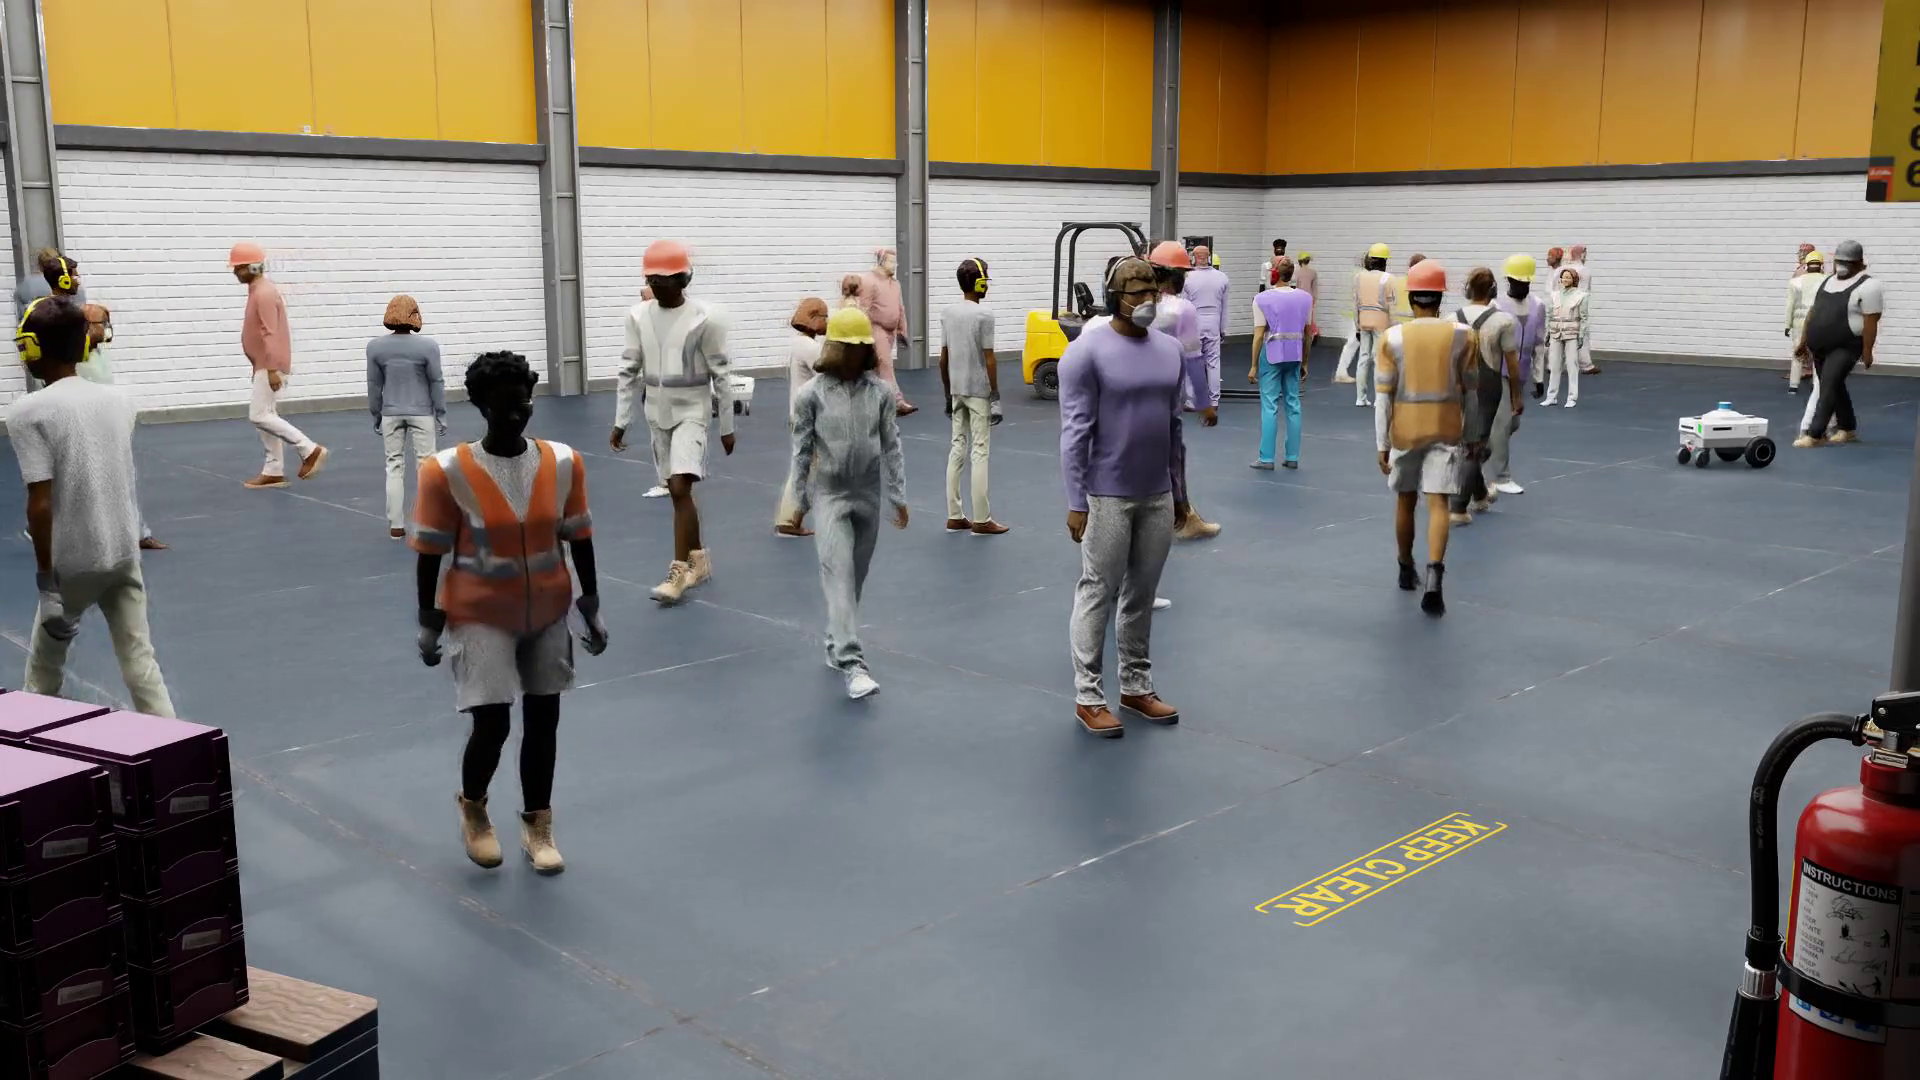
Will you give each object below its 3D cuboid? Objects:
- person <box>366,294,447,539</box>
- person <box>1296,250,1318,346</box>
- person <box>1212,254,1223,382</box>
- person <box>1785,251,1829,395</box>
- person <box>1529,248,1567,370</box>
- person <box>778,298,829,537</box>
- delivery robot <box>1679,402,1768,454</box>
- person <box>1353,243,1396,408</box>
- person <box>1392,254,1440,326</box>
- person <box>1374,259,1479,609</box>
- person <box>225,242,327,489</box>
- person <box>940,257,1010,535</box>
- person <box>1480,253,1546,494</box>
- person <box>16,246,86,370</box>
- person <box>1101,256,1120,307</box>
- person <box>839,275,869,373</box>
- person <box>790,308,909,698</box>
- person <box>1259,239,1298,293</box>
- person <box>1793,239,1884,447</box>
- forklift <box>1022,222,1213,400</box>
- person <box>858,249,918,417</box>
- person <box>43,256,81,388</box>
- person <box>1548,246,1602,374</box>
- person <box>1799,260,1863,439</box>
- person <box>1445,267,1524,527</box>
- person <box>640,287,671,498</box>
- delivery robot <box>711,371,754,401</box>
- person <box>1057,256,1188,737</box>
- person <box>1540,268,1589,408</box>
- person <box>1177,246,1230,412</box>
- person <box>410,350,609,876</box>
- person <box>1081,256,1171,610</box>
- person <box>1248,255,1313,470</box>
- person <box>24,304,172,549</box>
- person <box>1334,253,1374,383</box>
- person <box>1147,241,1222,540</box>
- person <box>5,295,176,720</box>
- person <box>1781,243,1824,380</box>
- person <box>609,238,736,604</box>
[{"bbox_3d":[-3.673,-0.812,11.083,0.507,1.632,0.274,0,10,-1],"label":"person"},{"bbox_3d":[6.148,-4.290,29.730,0.525,1.751,0.480,-4,11,-20],"label":"person"},{"bbox_3d":[3.461,-3.079,23.078,0.310,1.771,0.523,-2,11,-13],"label":"person"},{"bbox_3d":[10.791,-2.745,21.109,0.588,1.823,0.403,5,11,24],"label":"person"},{"bbox_3d":[8.863,-3.453,24.944,1.008,1.825,0.611,0,10,0],"label":"person"},{"bbox_3d":[-0.936,-0.819,11.202,0.676,1.603,0.517,-3,11,-15],"label":"person"},{"bbox_3d":[6.711,-0.970,14.629,0.707,0.478,0.477,-2,11,-10],"label":"delivery robot"},{"bbox_3d":[4.887,-2.513,19.558,0.363,1.928,0.587,-10,14,-42],"label":"person"},{"bbox_3d":[5.105,-2.272,18.602,0.455,1.819,0.641,-8,13,-36],"label":"person"},{"bbox_3d":[2.564,-0.587,9.169,0.563,1.903,0.973,3,11,14],"label":"person"},{"bbox_3d":[-5.503,-1.387,13.295,0.587,1.970,0.639,-5,11,-25],"label":"person"},{"bbox_3d":[0.086,-0.967,11.281,0.518,1.874,0.326,10,14,43],"label":"person"},{"bbox_3d":[4.310,-1.339,13.269,0.595,1.888,0.748,-4,11,-22],"label":"person"},{"bbox_3d":[-8.299,-1.742,15.393,0.650,1.919,0.641,2,11,12],"label":"person"},{"bbox_3d":[2.391,-3.546,25.816,0.316,1.695,0.541,-5,12,-26],"label":"person"},{"bbox_3d":[-1.187,-2.024,17.787,0.735,1.615,0.528,-3,11,-15],"label":"person"},{"bbox_3d":[-0.459,-0.169,7.396,0.502,1.701,0.810,-6,12,-31],"label":"person"},{"bbox_3d":[5.037,-3.789,26.409,0.606,1.966,0.367,4,11,19],"label":"person"},{"bbox_3d":[8.464,-1.925,16.039,0.941,2.000,0.684,-3,11,-14],"label":"person"},{"bbox_3d":[1.935,-2.847,20.651,2.313,2.155,1.214,2,11,13],"label":"forklift"},{"bbox_3d":[-0.786,-2.316,18.661,0.946,1.852,0.666,6,12,31],"label":"person"},{"bbox_3d":[-6.462,-1.109,12.062,0.531,1.869,0.310,6,12,30],"label":"person"},{"bbox_3d":[8.973,-3.342,24.234,0.823,1.874,0.667,-4,11,-21],"label":"person"},{"bbox_3d":[8.761,-1.920,16.542,0.853,1.849,0.583,-1,10,-8],"label":"person"},{"bbox_3d":[3.694,-1.024,11.796,0.512,1.792,0.966,10,14,43],"label":"person"},{"bbox_3d":[-2.374,-1.148,12.922,0.449,1.626,0.553,-3,11,-16],"label":"person"},{"bbox_3d":[-2.681,-1.716,18.701,0.707,0.478,0.477,-8,13,-35],"label":"delivery robot"},{"bbox_3d":[0.680,-0.179,6.795,0.635,1.939,0.362,-8,13,-36],"label":"person"},{"bbox_3d":[7.146,-2.385,19.634,0.309,1.645,0.515,-9,14,-41],"label":"person"},{"bbox_3d":[2.758,-2.415,19.100,0.639,1.902,0.407,-2,11,-13],"label":"person"},{"bbox_3d":[-1.402,0.245,5.185,0.560,1.677,0.354,-8,13,-36],"label":"person"},{"bbox_3d":[0.871,-0.570,9.009,0.433,1.910,0.612,-5,12,-26],"label":"person"},{"bbox_3d":[2.766,-1.519,14.347,0.570,1.849,0.380,-4,11,-20],"label":"person"},{"bbox_3d":[-5.566,-0.702,10.587,0.816,1.604,0.492,0,10,-1],"label":"person"},{"bbox_3d":[5.618,-3.032,22.771,0.968,1.786,0.648,3,11,18],"label":"person"},{"bbox_3d":[1.292,-0.927,10.759,1.060,1.997,0.612,-5,12,-26],"label":"person"},{"bbox_3d":[-3.024,0.096,5.622,0.982,1.813,0.500,5,11,25],"label":"person"},{"bbox_3d":[11.869,-3.215,23.448,0.649,1.904,0.401,-9,14,-42],"label":"person"},{"bbox_3d":[-1.630,-0.658,9.244,0.618,2.002,0.908,5,11,24],"label":"person"}]
